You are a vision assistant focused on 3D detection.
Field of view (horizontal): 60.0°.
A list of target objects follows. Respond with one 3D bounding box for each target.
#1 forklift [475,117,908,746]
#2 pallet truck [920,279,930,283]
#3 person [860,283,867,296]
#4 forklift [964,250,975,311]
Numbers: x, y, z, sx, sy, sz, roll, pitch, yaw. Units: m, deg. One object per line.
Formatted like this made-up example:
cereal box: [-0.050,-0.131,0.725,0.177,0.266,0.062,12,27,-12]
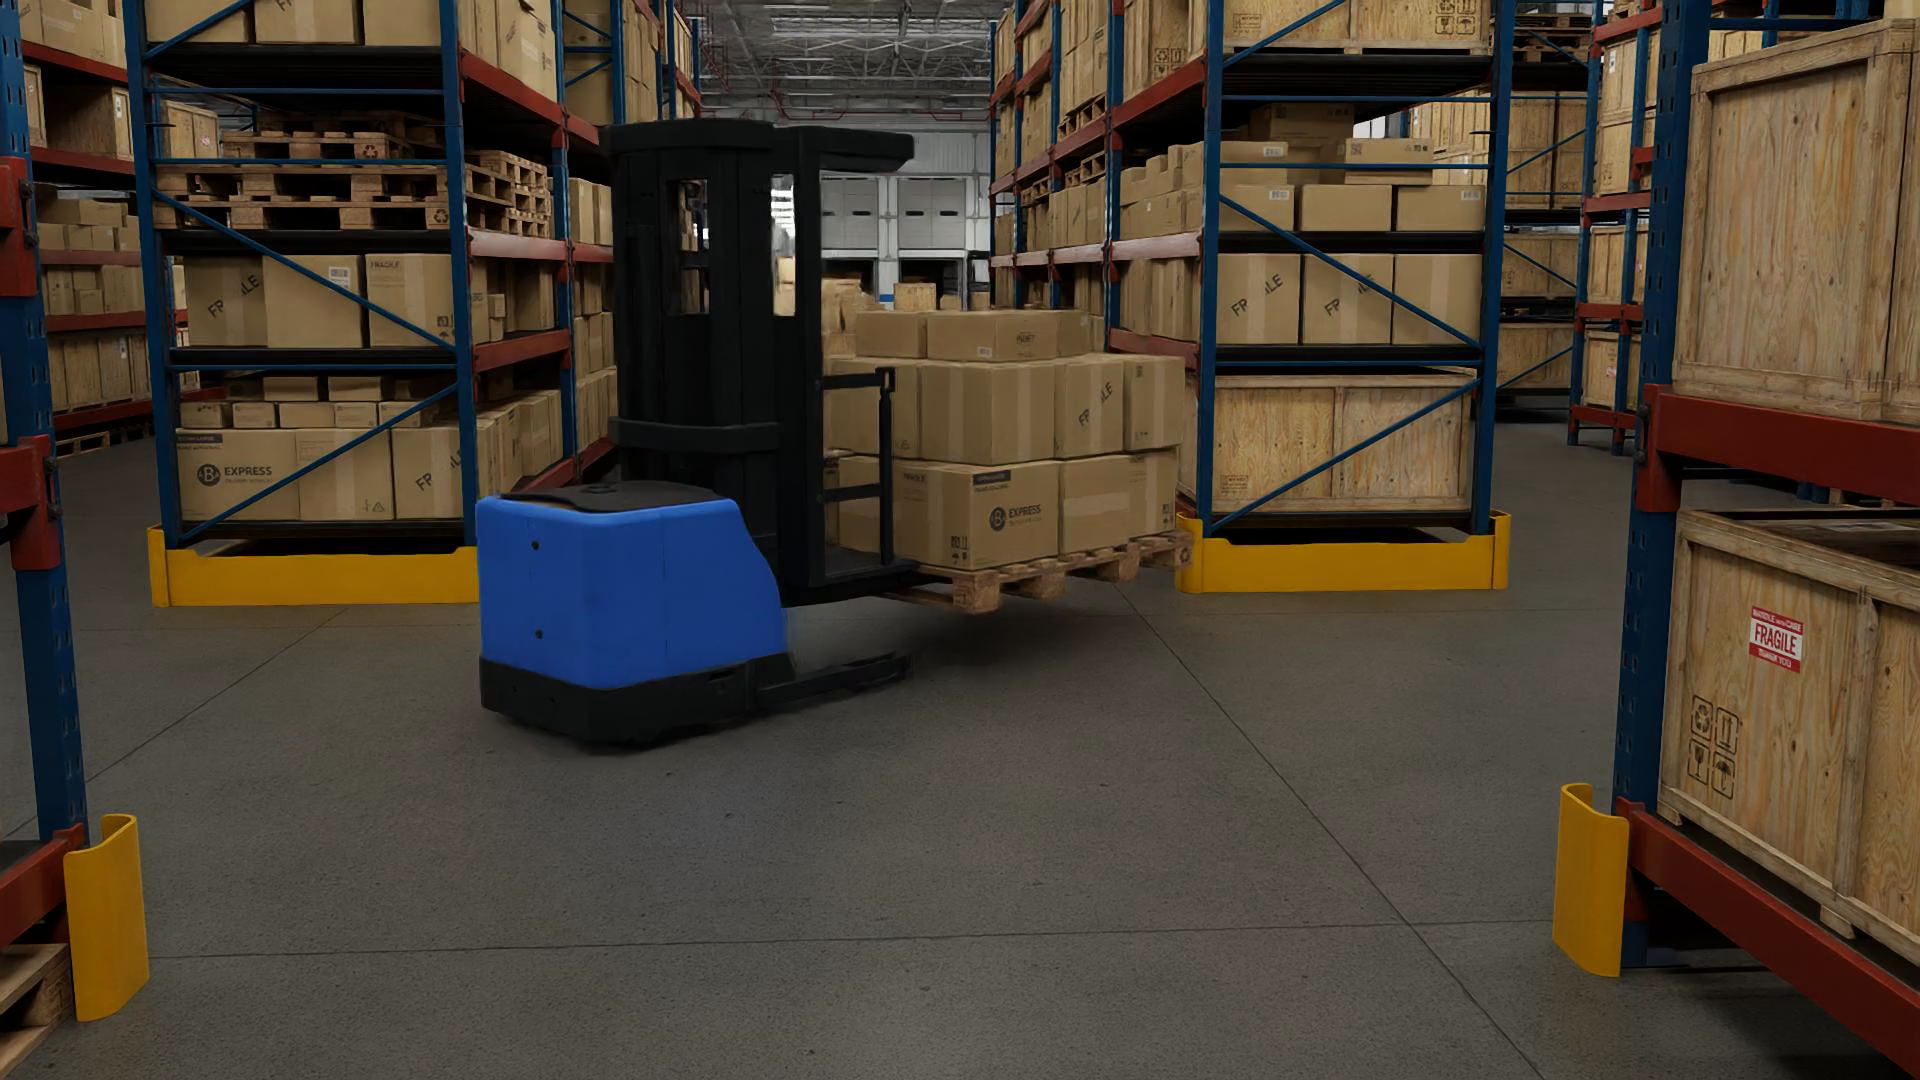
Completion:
forklift: [-1.308,-0.592,8.049,1.129,2.768,1.873,8,12,42]
pallet truck: [-0.932,-8.922,63.114,1.885,1.965,0.823,2,9,13]
person: [-3.033,-6.927,50.973,1.035,1.888,0.636,0,9,-1]
forklift: [0.693,-6.956,48.005,1.129,2.768,1.873,-1,9,-7]
